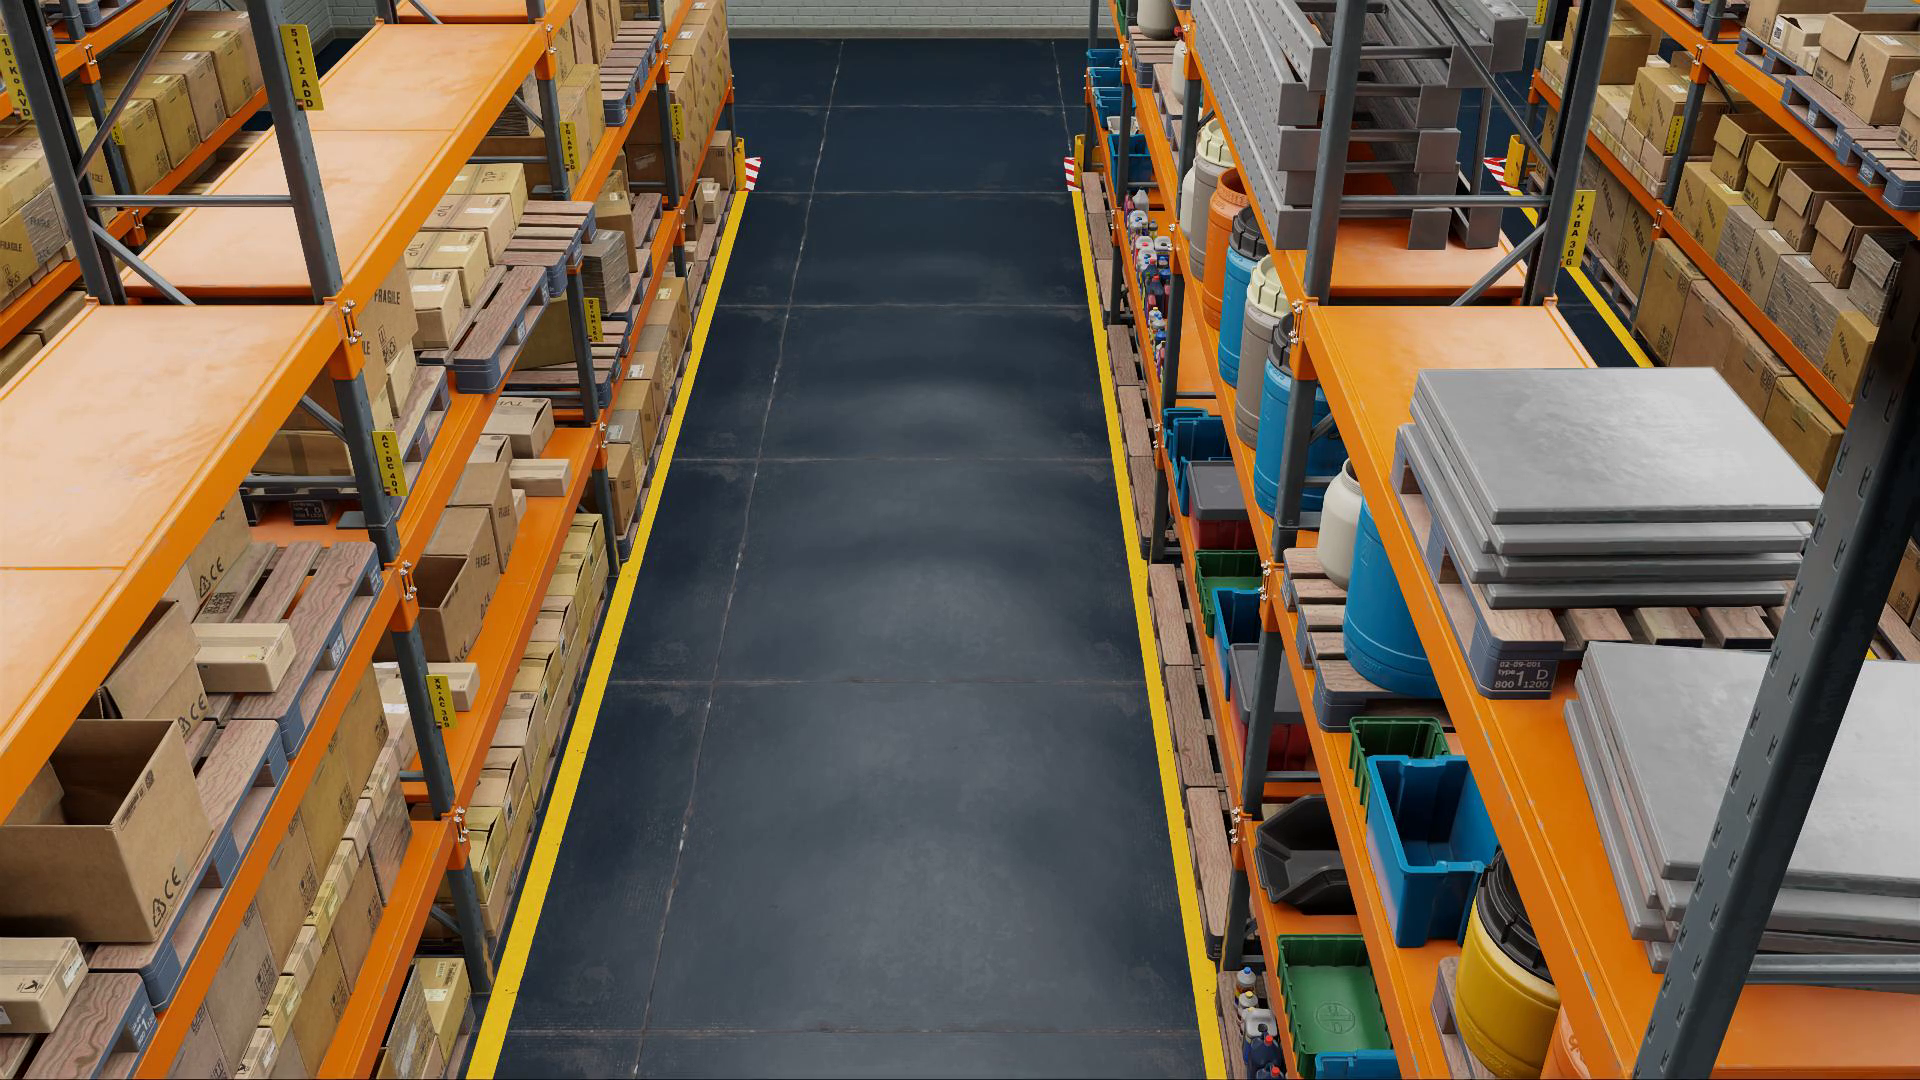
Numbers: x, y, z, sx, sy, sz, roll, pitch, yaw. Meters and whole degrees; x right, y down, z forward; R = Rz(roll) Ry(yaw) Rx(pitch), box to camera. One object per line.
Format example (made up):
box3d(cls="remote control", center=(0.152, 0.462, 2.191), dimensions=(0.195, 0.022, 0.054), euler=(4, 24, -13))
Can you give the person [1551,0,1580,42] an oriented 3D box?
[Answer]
box3d(cls="person", center=(7.928, -7.011, 21.859), dimensions=(0.799, 1.862, 0.623), euler=(-9, 34, -13))
